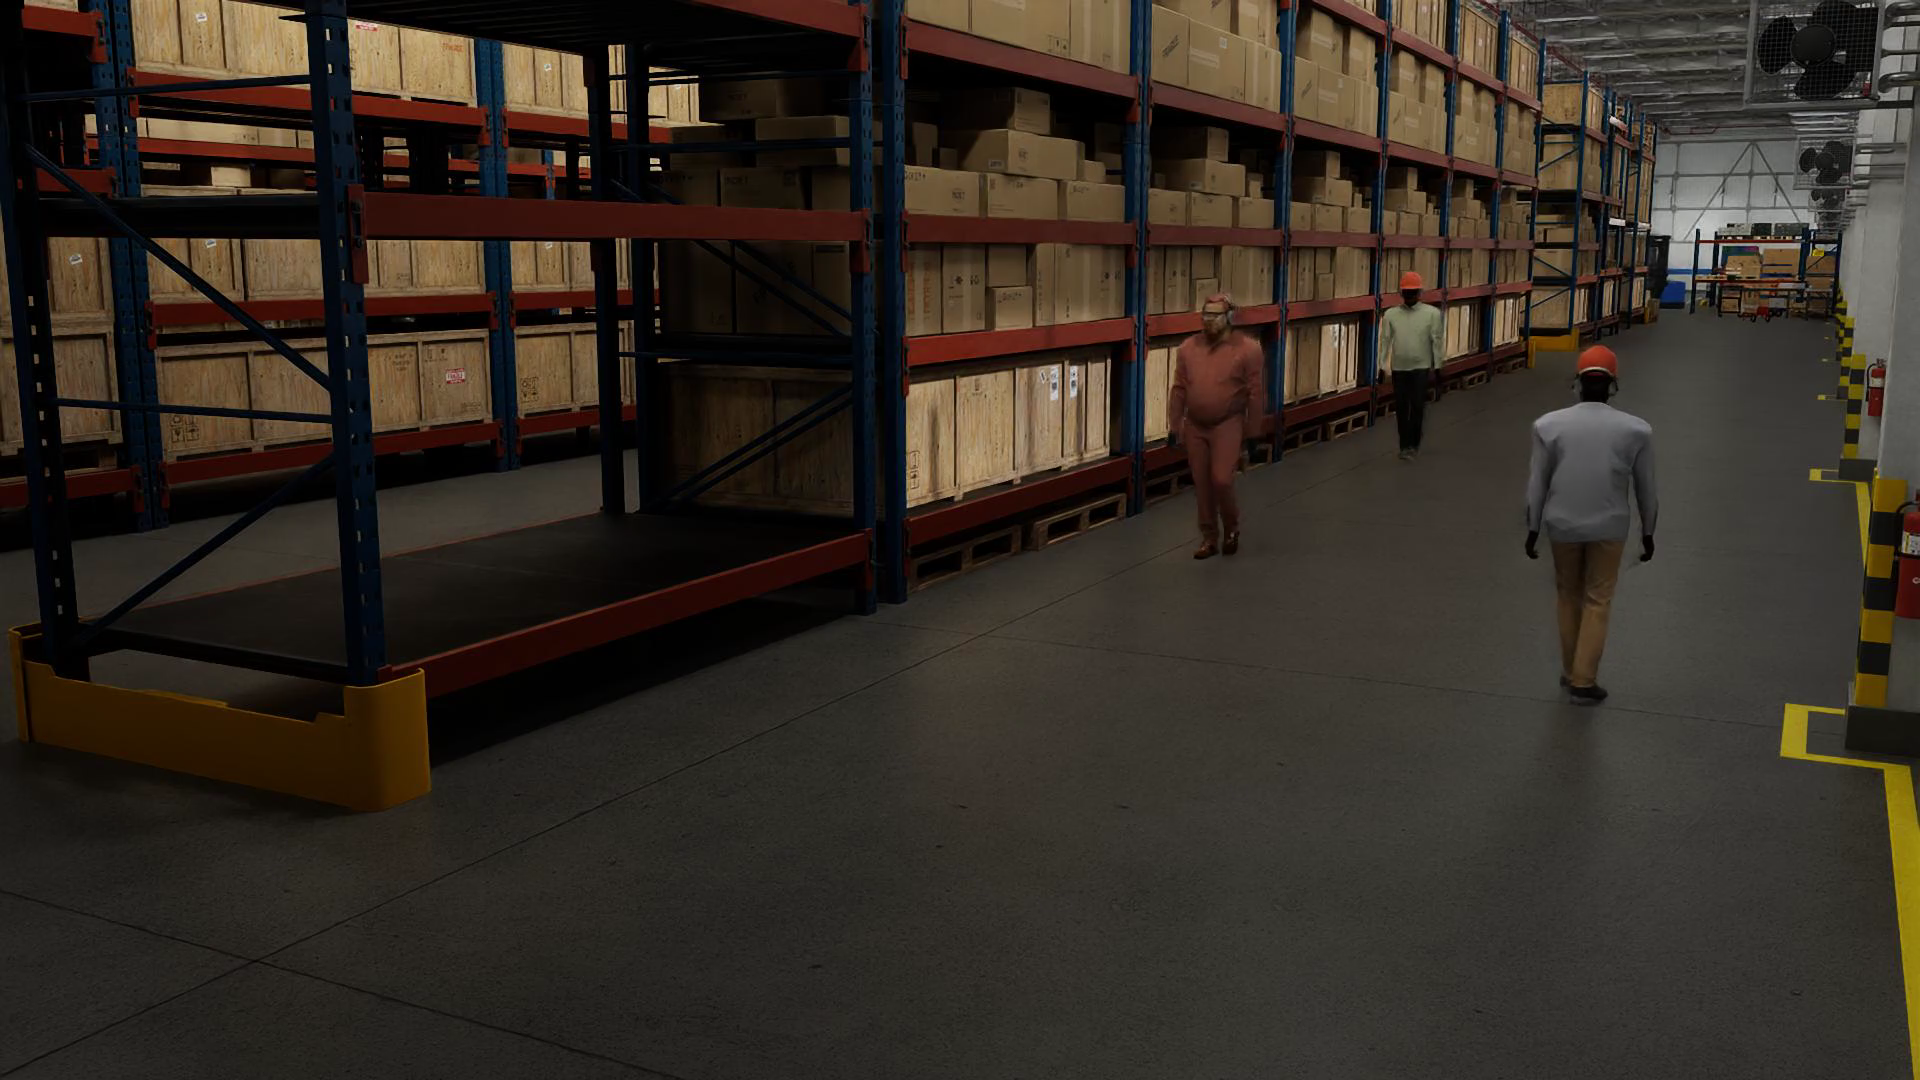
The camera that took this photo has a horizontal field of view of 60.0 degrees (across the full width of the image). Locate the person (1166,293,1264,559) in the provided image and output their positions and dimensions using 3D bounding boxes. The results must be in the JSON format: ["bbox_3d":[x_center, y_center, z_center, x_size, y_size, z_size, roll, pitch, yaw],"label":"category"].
[{"bbox_3d":[1.785,-0.795,11.804,0.656,1.889,0.443,6,12,32],"label":"person"}]

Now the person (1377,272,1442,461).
[{"bbox_3d":[4.667,-1.800,17.374,0.659,1.972,0.706,5,11,27],"label":"person"}]

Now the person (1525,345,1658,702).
[{"bbox_3d":[3.070,-0.079,8.109,0.592,1.738,0.478,4,11,24],"label":"person"}]

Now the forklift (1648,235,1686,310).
[{"bbox_3d":[26.383,-10.108,62.866,1.873,2.768,1.129,-2,10,-11],"label":"forklift"}]

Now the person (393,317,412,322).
[{"bbox_3d":[-6.949,-2.198,20.445,0.494,1.719,0.670,4,11,23],"label":"person"}]
